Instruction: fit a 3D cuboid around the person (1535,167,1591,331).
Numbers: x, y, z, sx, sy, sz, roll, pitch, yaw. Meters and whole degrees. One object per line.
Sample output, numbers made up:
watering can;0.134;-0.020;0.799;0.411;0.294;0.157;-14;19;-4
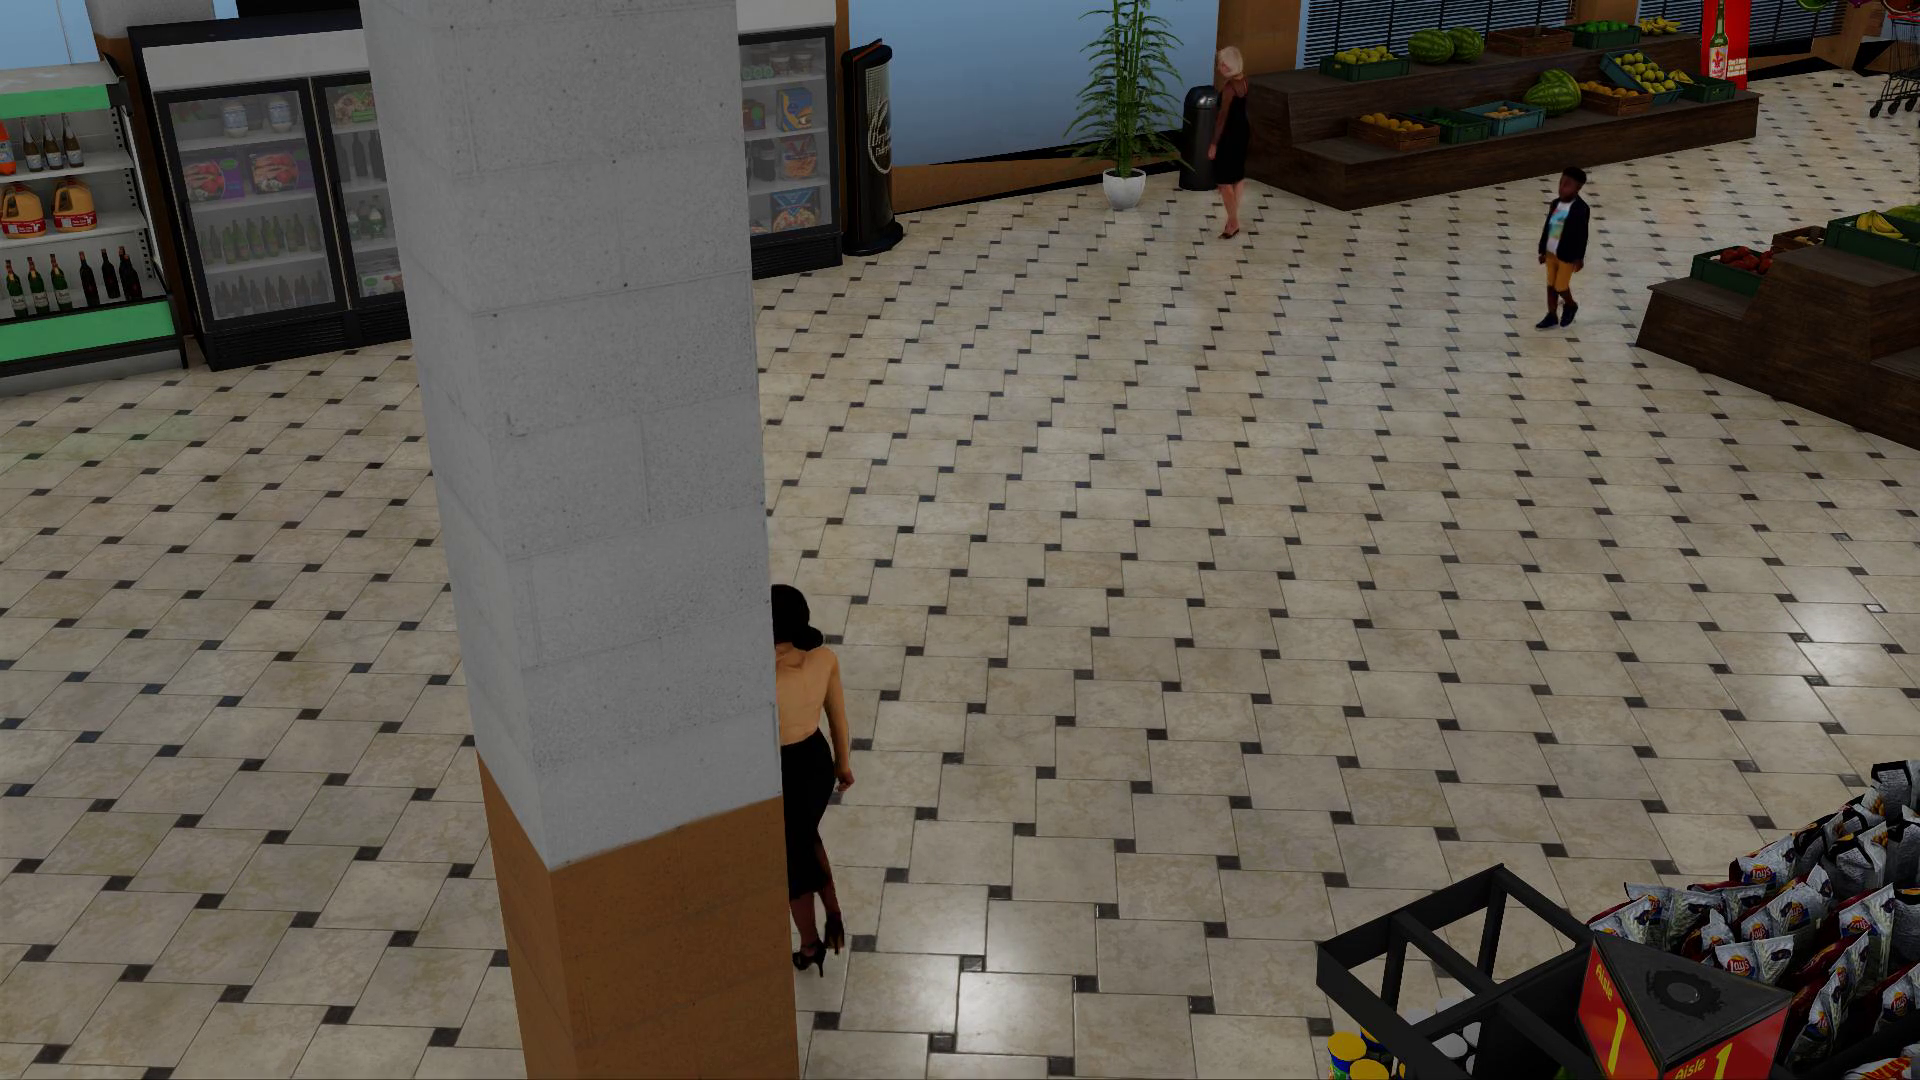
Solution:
person;4.626;-2.208;12.627;0.592;1.261;0.523;-15;31;-28

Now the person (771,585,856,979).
person;-0.546;0.937;6.002;0.626;1.645;0.738;-23;35;-38

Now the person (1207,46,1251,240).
person;2.448;-3.548;14.782;0.686;1.704;0.835;-23;35;-37
